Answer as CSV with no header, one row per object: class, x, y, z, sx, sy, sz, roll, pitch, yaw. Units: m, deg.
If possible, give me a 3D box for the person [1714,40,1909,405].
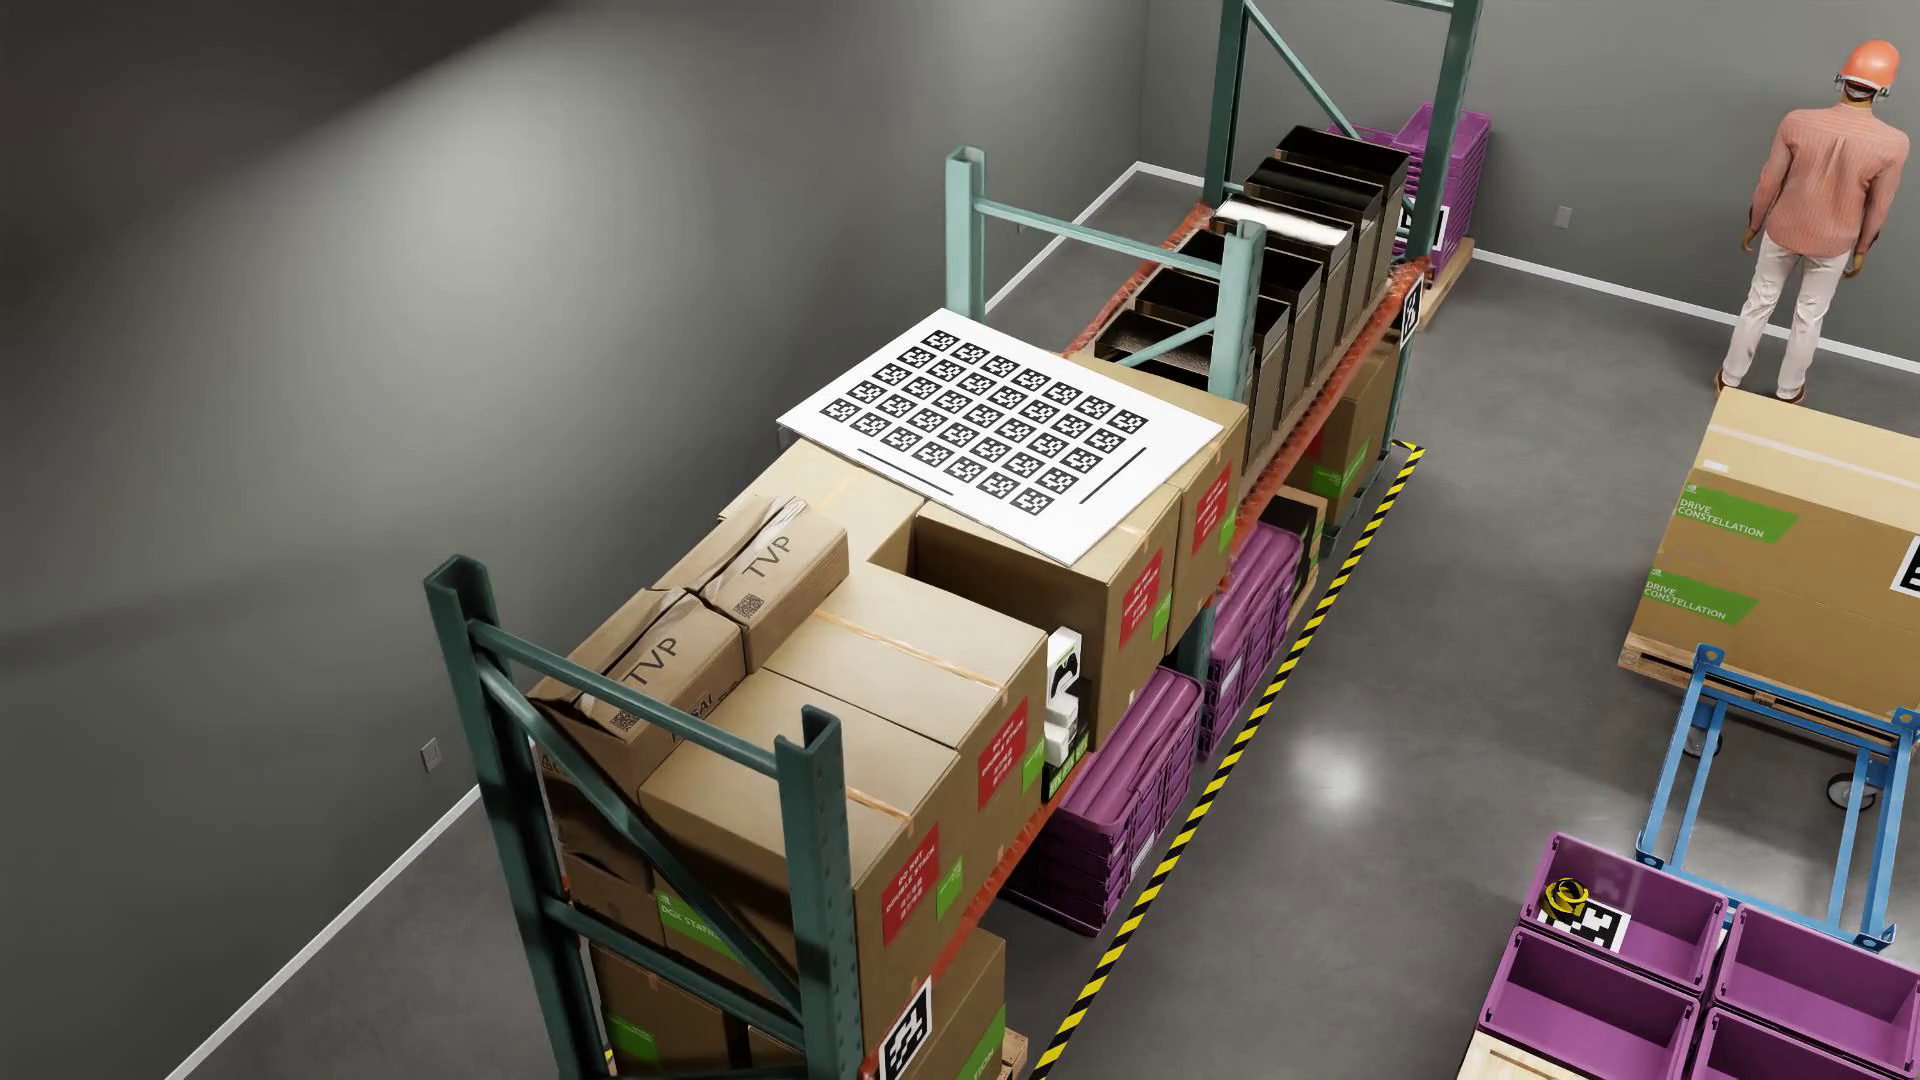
person,4.294,-1.553,8.404,0.613,1.995,0.390,22,45,24
